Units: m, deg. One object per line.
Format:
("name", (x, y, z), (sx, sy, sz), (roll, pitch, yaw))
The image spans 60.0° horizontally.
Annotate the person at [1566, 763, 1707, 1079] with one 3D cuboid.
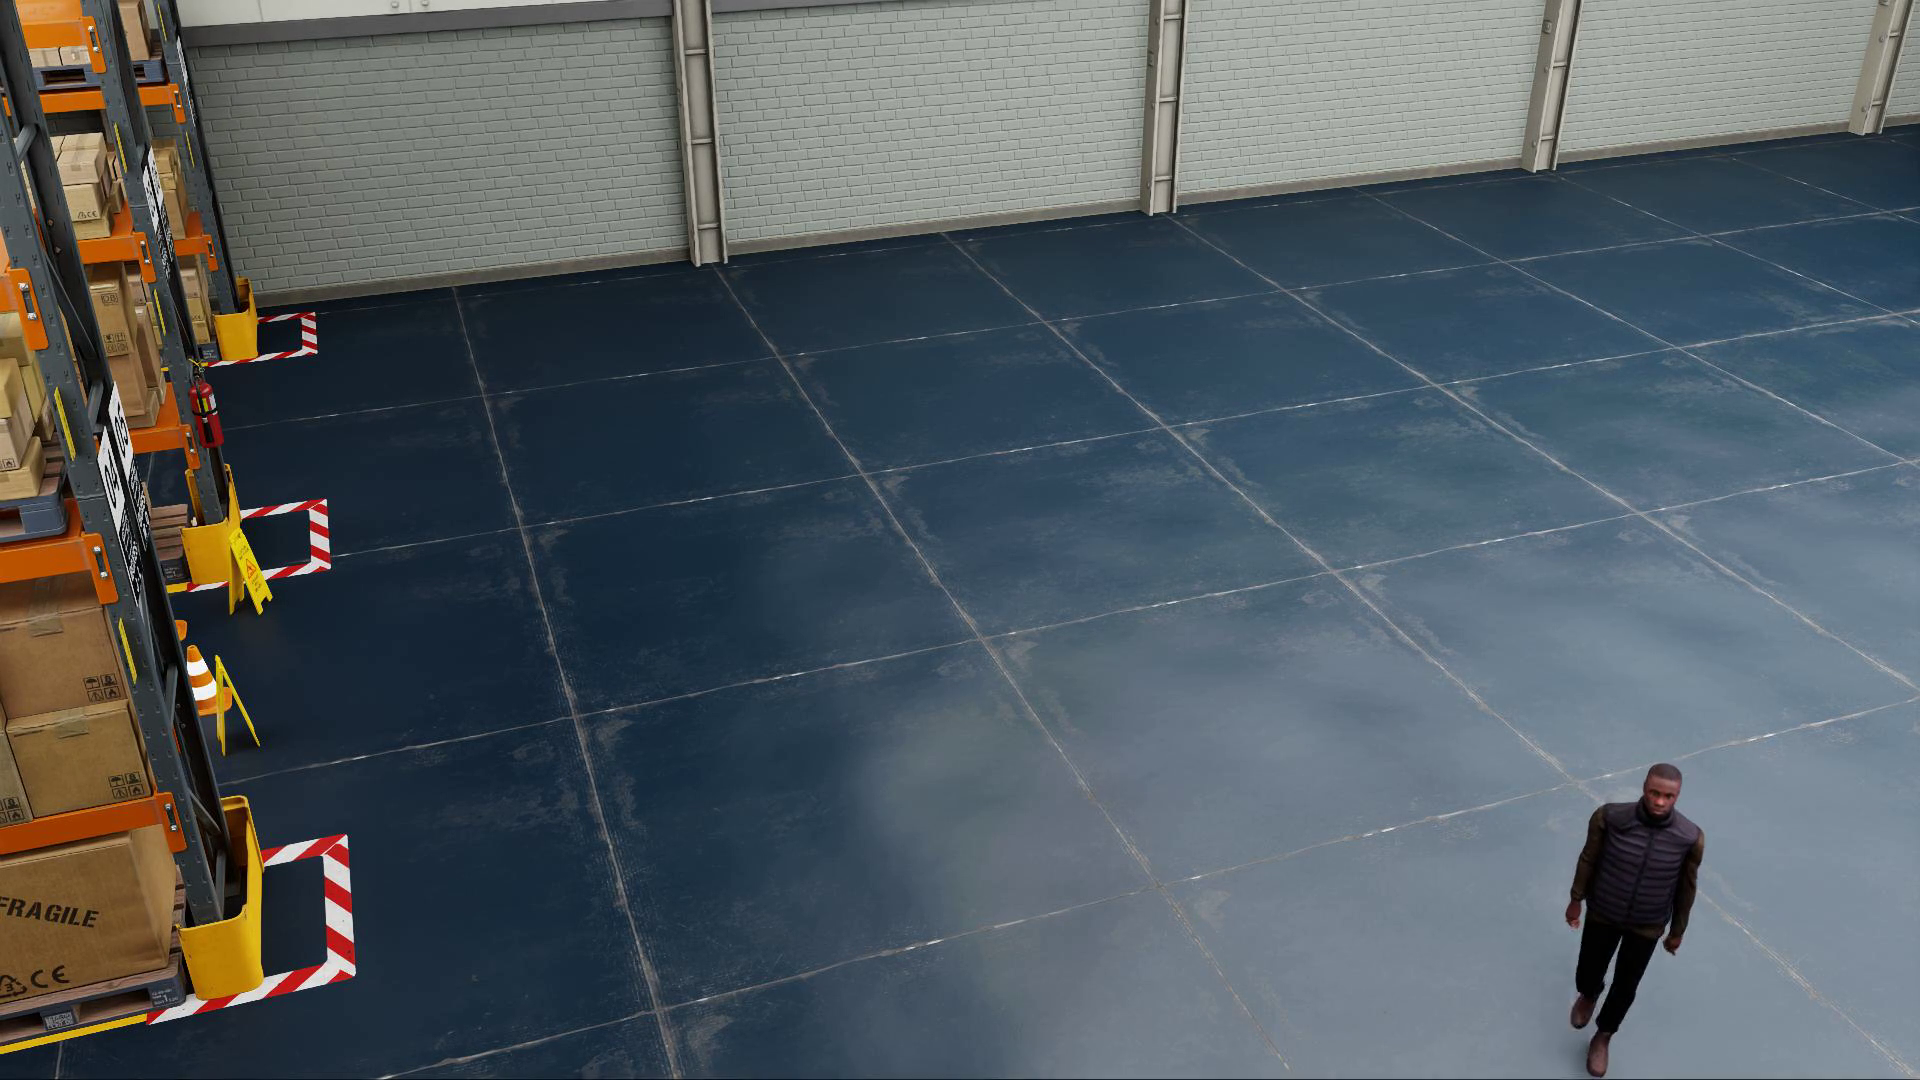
("person", (3.352, 1.842, 8.356), (0.887, 1.828, 0.951), (11, 30, 20))
